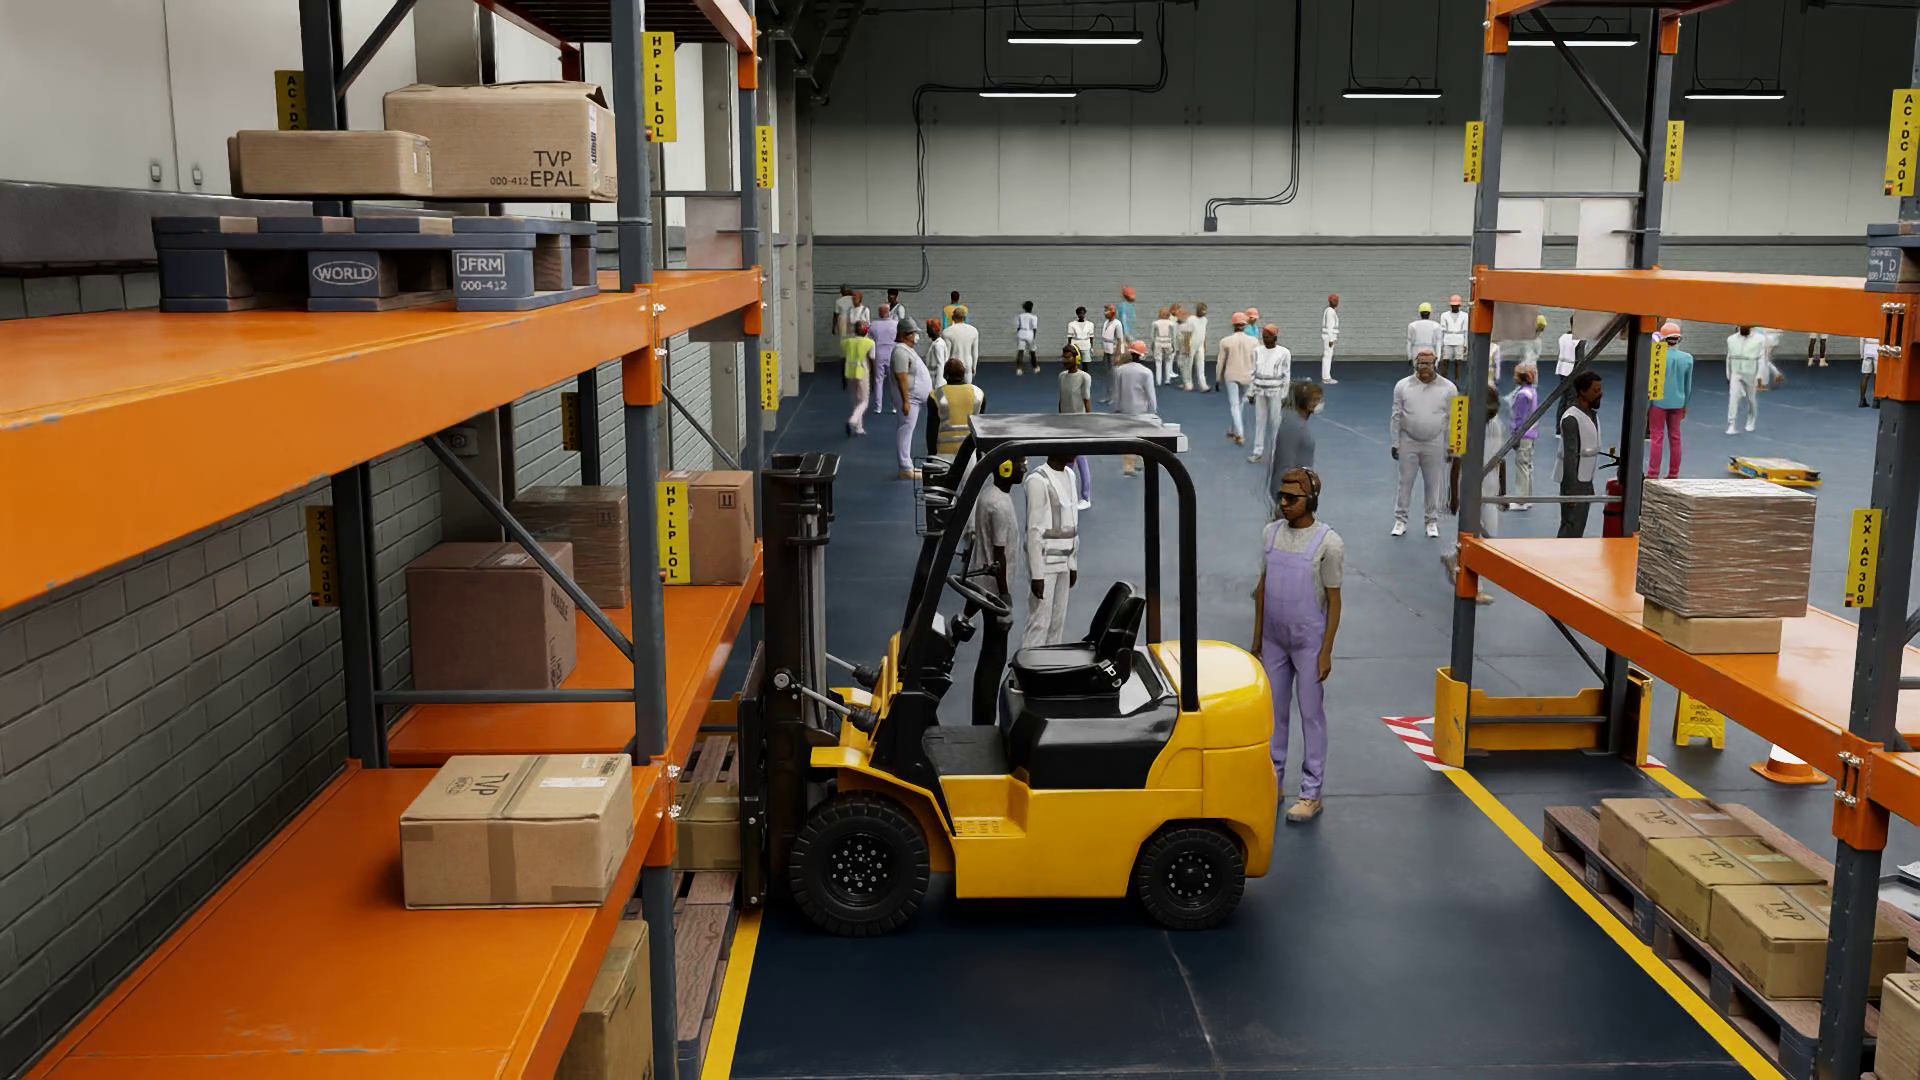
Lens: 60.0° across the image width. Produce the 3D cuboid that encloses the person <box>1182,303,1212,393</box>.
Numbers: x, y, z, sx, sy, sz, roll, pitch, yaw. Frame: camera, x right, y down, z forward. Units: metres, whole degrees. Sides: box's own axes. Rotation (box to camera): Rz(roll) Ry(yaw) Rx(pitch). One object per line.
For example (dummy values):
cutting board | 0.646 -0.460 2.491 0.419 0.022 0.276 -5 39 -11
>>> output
person | 4.700 -3.820 33.085 0.534 1.784 0.956 -6 12 -29

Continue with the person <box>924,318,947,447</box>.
person | -0.341 -2.273 24.159 0.359 1.884 0.573 -1 10 -3

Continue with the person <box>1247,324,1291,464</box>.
person | 4.169 -1.971 22.470 0.572 1.886 0.353 8 13 37

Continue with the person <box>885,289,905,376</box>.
person | -1.470 -4.582 36.791 0.368 1.966 0.603 -8 13 -38

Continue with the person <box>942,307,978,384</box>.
person | -0.010 -2.782 26.845 0.628 1.940 0.373 -4 11 -23

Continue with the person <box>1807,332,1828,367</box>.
person | 20.683 -5.191 39.975 0.390 2.040 0.614 -9 14 -42

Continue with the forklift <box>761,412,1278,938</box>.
forklift | 0.291 0.548 7.580 2.313 2.155 1.214 0 10 -2

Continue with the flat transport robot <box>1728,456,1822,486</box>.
flat transport robot | 10.184 -0.865 20.808 0.652 0.197 1.431 1 10 7

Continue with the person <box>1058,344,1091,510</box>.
person | 1.268 -1.266 18.636 0.329 1.861 0.507 -8 13 -39

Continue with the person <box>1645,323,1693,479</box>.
person | 8.695 -1.670 20.490 0.612 1.995 0.378 -2 10 -10

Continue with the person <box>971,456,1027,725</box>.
person | 0.228 0.320 9.802 0.320 1.861 0.504 -1 10 -7

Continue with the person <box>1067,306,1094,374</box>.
person | 2.426 -3.840 33.410 0.541 1.696 0.316 -1 10 -6

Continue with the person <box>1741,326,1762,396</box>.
person | 15.385 -3.676 32.367 0.296 1.744 0.487 0 10 1

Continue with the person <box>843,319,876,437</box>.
person | -1.581 -2.449 25.338 0.576 1.819 0.673 5 11 28

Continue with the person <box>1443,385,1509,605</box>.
person | 4.282 -0.401 13.899 0.532 1.824 0.612 -5 11 -26

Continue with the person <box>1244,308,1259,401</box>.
person | 5.469 -3.497 31.344 0.339 1.747 0.573 8 13 36

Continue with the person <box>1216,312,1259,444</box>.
person | 4.134 -2.416 24.791 0.626 1.951 1.003 -2 10 -9

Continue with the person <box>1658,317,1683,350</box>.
person | 16.437 -4.945 38.609 0.678 2.000 0.537 -5 11 -25

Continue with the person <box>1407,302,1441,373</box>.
person | 8.298 -3.298 29.814 0.581 1.899 0.663 2 10 11

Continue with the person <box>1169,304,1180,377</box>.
person | 4.730 -4.421 36.854 0.279 1.627 0.499 3 11 17

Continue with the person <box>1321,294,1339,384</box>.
person | 7.843 -4.259 35.227 0.360 1.882 0.575 2 10 9

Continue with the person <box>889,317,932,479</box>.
person | -0.621 -1.803 21.104 0.538 2.000 0.682 0 10 2

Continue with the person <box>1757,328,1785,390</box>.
person | 16.312 -3.978 33.549 0.505 1.927 0.609 9 14 42

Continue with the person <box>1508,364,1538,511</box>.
person | 6.288 -1.143 18.572 0.313 1.631 0.516 6 12 30

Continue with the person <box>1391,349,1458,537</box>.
person | 4.694 -0.977 16.875 0.642 1.909 0.399 3 11 16

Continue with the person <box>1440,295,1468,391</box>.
person | 9.886 -3.942 33.312 0.550 1.933 0.374 3 11 15

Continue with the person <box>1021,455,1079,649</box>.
person | 0.586 0.166 10.605 0.350 1.877 0.577 5 12 28

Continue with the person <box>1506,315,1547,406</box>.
person | 9.850 -3.043 28.855 0.569 1.728 0.507 4 11 22

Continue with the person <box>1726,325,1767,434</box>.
person | 12.317 -2.614 26.072 0.594 1.885 0.914 8 13 38

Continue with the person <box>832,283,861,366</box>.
person | -2.671 -5.131 39.645 0.694 2.000 0.875 -6 12 -31

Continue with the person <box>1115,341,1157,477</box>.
person | 2.328 -1.679 21.267 0.756 1.724 0.591 -8 13 -39

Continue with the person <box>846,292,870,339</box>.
person | -2.248 -4.479 36.455 0.597 1.879 0.359 6 12 30

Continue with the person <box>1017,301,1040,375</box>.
person | 1.515 -4.538 37.429 0.543 1.644 0.881 5 12 28

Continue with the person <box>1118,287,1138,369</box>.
person | 3.727 -4.669 37.200 0.598 1.990 0.646 5 12 28

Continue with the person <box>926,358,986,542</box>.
person | -0.056 -0.887 16.559 0.624 1.845 0.430 -4 11 -21

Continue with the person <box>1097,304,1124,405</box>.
person | 2.804 -3.407 30.580 0.396 1.847 0.565 -4 11 -20

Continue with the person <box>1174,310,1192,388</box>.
person | 4.571 -3.887 33.939 0.462 1.600 0.502 -2 10 -13

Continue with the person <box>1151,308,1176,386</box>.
person | 4.224 -4.013 34.566 0.562 1.614 0.659 2 10 12

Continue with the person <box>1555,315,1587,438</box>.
person | 9.260 -2.477 25.233 0.394 1.910 0.595 -2 10 -12

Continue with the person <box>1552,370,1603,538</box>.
person | 5.208 -0.472 14.029 0.388 1.919 0.594 7 12 34

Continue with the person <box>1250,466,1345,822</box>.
person | 1.733 0.531 8.645 0.345 1.846 0.508 -10 14 -43

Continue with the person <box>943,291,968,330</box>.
person | -0.099 -4.440 36.136 0.596 1.918 0.380 -4 11 -22

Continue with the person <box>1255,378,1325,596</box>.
person | 2.674 -0.338 13.282 0.418 1.918 0.669 3 11 16

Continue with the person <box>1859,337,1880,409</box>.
person | 16.471 -3.331 29.903 0.379 1.937 0.548 -5 11 -27

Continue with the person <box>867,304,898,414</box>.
person | -1.310 -3.150 28.982 0.642 1.909 0.399 0 10 -1
